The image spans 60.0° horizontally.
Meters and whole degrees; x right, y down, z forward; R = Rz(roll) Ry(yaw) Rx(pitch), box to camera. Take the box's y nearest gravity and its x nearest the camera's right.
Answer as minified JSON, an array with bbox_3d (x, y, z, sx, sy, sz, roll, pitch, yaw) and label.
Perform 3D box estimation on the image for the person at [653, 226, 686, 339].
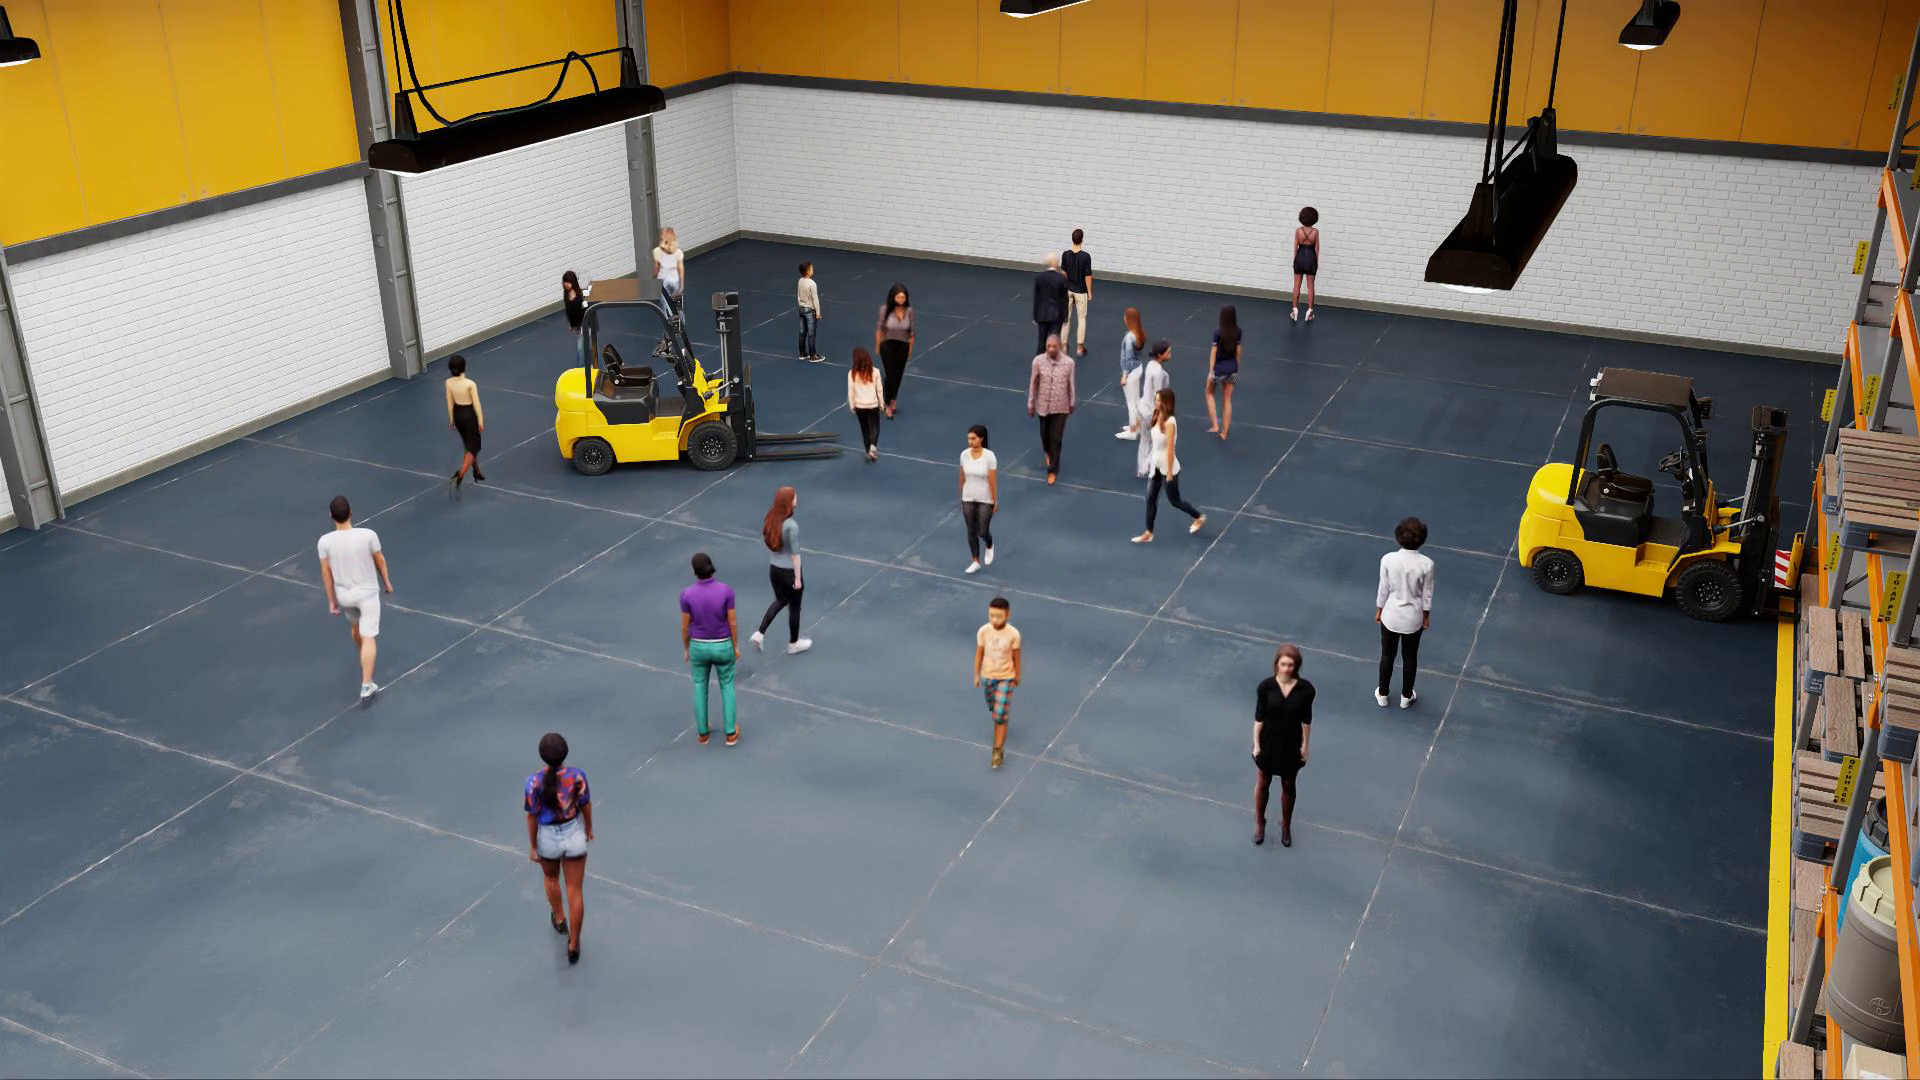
[{"bbox_3d":[-4.394,-3.828,25.101,0.964,1.673,1.207,-1,24,-2],"label":"person"}]

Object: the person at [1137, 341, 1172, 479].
[{"bbox_3d":[2.209,-1.529,19.781,0.827,1.721,0.744,-5,24,-11],"label":"person"}]

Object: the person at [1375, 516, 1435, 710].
[{"bbox_3d":[3.921,0.640,14.710,0.662,1.809,0.619,6,24,14],"label":"person"}]

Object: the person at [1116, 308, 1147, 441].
[{"bbox_3d":[2.205,-2.121,21.162,0.674,1.700,0.435,10,26,22],"label":"person"}]

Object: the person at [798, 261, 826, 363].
[{"bbox_3d":[-2.220,-3.331,24.226,0.614,1.463,0.588,20,31,39],"label":"person"}]

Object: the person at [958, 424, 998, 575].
[{"bbox_3d":[0.228,-0.446,17.410,0.592,1.636,0.646,12,26,26],"label":"person"}]

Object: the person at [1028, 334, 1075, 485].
[{"bbox_3d":[1.122,-1.636,19.946,0.885,1.785,1.227,5,24,11],"label":"person"}]

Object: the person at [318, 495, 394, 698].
[{"bbox_3d":[-5.416,0.539,14.946,1.144,1.806,1.360,-3,24,-8],"label":"person"}]

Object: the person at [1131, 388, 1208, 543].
[{"bbox_3d":[2.318,-0.790,18.050,1.128,1.754,1.085,-8,25,-17],"label":"person"}]

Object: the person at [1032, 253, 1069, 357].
[{"bbox_3d":[1.259,-3.107,23.316,0.717,1.781,0.789,10,25,21],"label":"person"}]

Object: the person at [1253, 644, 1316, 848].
[{"bbox_3d":[2.447,1.560,12.735,0.640,1.706,0.590,3,24,6],"label":"person"}]

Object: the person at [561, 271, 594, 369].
[{"bbox_3d":[-5.267,-3.018,23.347,0.622,1.593,0.953,16,28,32],"label":"person"}]

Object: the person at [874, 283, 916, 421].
[{"bbox_3d":[-0.889,-2.532,21.964,0.895,1.811,0.955,-6,24,-13],"label":"person"}]

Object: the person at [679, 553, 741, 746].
[{"bbox_3d":[-2.109,0.928,14.104,0.732,1.766,0.751,-2,24,-4],"label":"person"}]

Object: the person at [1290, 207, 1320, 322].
[{"bbox_3d":[5.427,-4.333,26.115,0.612,1.787,0.611,5,24,11],"label":"person"}]

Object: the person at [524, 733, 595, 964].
[{"bbox_3d":[-2.720,2.136,11.393,0.851,1.724,0.926,-6,24,-14],"label":"person"}]

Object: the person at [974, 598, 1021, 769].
[{"bbox_3d":[0.337,1.128,14.054,0.673,1.441,1.021,6,24,13],"label":"person"}]

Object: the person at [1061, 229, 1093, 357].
[{"bbox_3d":[1.707,-3.646,24.463,0.626,1.851,0.533,11,26,23],"label":"person"}]

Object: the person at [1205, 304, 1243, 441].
[{"bbox_3d":[3.370,-2.089,21.024,0.739,1.752,0.795,-7,25,-16],"label":"person"}]

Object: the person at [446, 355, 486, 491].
[{"bbox_3d":[-5.813,-1.341,19.464,0.662,1.632,0.975,7,25,15],"label":"person"}]

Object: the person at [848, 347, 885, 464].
[{"bbox_3d":[-1.145,-1.617,20.303,0.699,1.464,0.744,2,24,4],"label":"person"}]

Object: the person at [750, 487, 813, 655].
[{"bbox_3d":[-1.691,0.336,15.503,1.019,1.731,0.797,-22,32,-40],"label":"person"}]
